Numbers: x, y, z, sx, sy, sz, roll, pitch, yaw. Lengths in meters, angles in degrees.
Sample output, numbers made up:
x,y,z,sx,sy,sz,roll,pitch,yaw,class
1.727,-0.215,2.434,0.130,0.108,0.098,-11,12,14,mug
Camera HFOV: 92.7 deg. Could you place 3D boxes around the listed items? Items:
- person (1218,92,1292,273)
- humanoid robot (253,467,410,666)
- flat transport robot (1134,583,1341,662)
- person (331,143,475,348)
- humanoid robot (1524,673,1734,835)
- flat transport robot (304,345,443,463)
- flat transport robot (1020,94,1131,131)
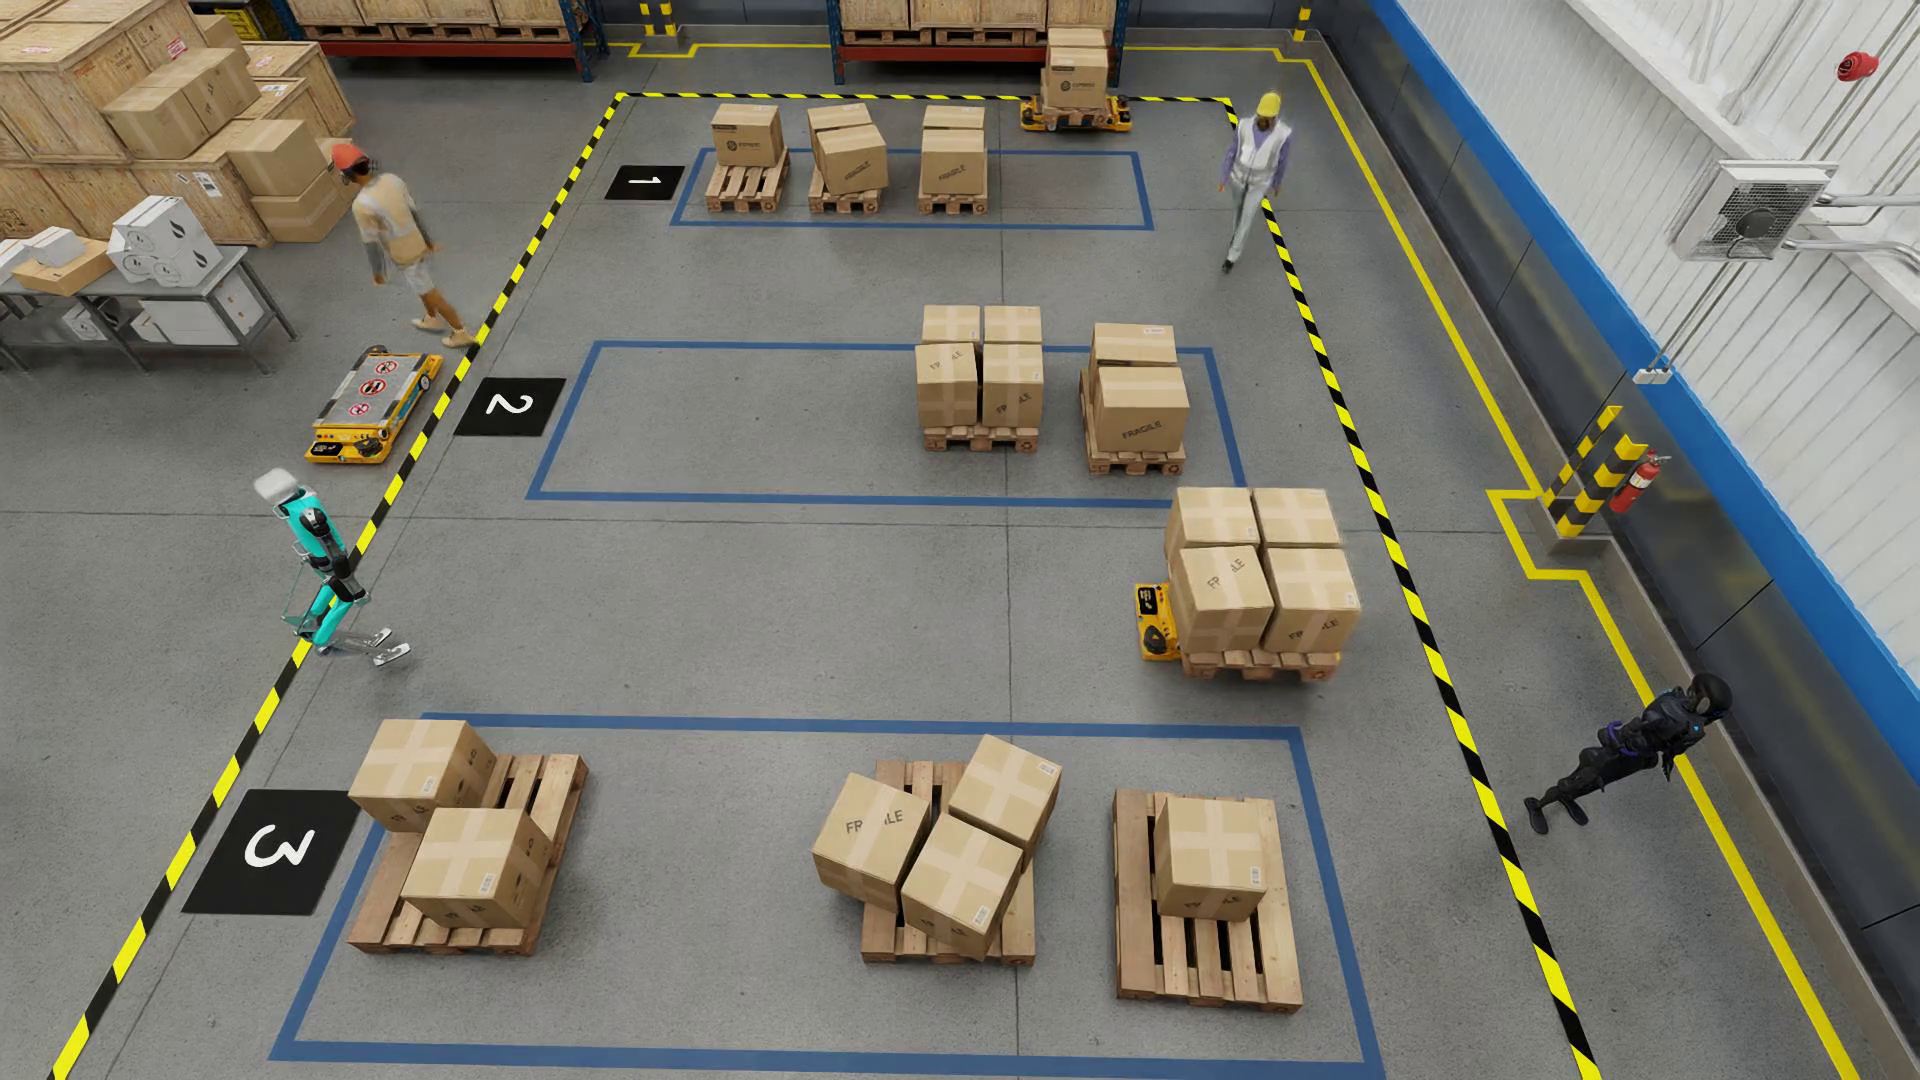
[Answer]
x,y,z,sx,sy,sz,roll,pitch,yaw,class
3.010,-3.741,9.536,0.612,1.781,0.951,23,54,18,person
-4.295,0.303,6.058,0.533,1.681,0.735,34,57,25,humanoid robot
2.060,0.585,6.854,1.431,0.197,0.652,1,50,1,flat transport robot
-5.234,-2.671,8.485,0.826,2.005,0.640,5,50,4,person
3.920,1.252,5.395,0.601,1.672,0.376,-7,50,-6,humanoid robot
-5.383,-1.269,8.441,0.659,0.231,1.431,1,50,1,flat transport robot
1.527,-5.683,12.158,1.431,0.197,0.652,1,50,1,flat transport robot
